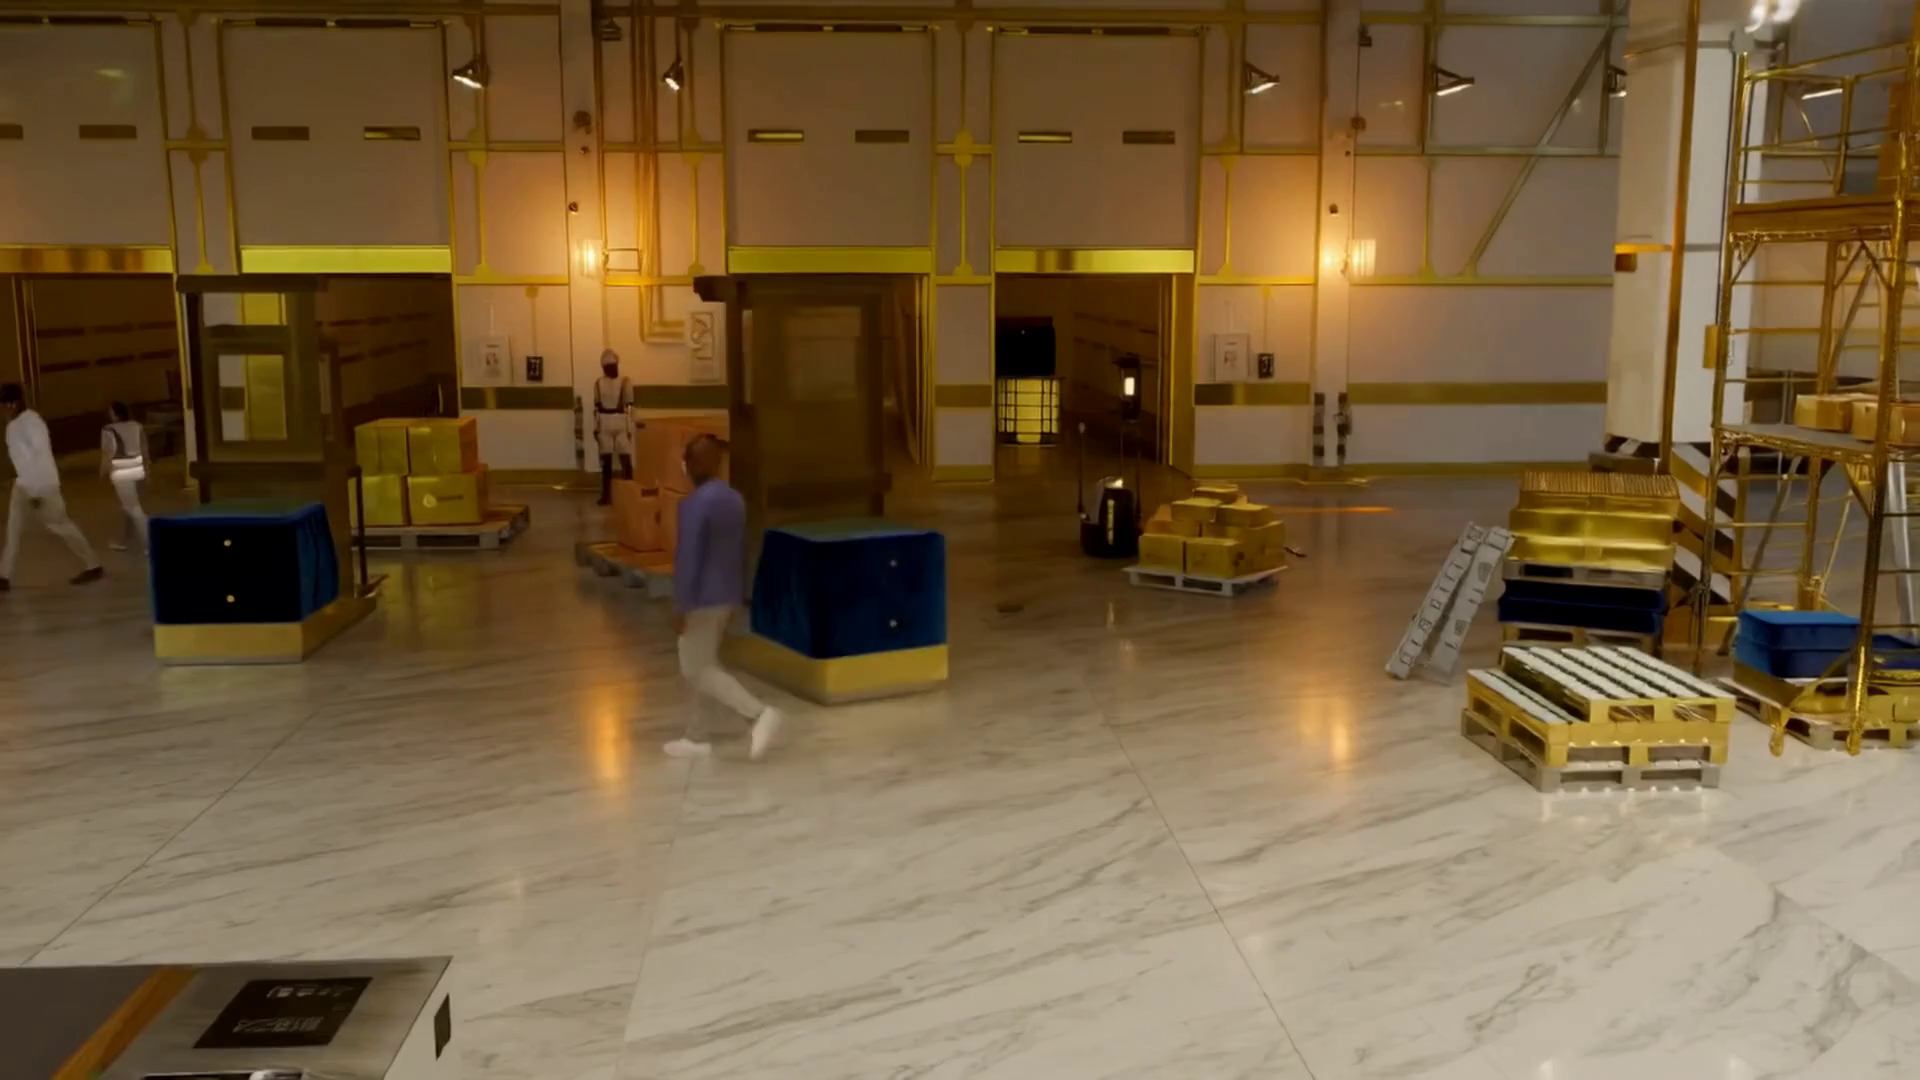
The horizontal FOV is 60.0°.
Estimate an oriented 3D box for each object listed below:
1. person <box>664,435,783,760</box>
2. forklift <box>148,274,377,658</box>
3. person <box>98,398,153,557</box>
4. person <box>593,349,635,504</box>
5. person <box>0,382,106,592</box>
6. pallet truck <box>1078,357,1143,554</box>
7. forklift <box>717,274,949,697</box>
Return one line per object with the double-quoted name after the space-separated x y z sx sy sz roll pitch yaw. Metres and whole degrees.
-1.384 0.355 9.546 0.723 1.917 0.637 3 9 17 "person"
-5.348 -0.627 12.681 1.129 2.768 1.873 -1 9 -4 "forklift"
-8.349 -0.627 16.711 0.851 1.602 0.533 3 10 20 "person"
-4.252 -1.381 20.417 0.543 1.928 0.392 2 9 13 "person"
-8.260 -0.474 14.876 0.668 1.881 1.049 8 12 40 "person"
2.088 -0.836 16.757 1.885 1.965 0.823 2 9 13 "pallet truck"
-0.964 -0.469 11.694 1.129 2.768 1.873 -5 10 -30 "forklift"
